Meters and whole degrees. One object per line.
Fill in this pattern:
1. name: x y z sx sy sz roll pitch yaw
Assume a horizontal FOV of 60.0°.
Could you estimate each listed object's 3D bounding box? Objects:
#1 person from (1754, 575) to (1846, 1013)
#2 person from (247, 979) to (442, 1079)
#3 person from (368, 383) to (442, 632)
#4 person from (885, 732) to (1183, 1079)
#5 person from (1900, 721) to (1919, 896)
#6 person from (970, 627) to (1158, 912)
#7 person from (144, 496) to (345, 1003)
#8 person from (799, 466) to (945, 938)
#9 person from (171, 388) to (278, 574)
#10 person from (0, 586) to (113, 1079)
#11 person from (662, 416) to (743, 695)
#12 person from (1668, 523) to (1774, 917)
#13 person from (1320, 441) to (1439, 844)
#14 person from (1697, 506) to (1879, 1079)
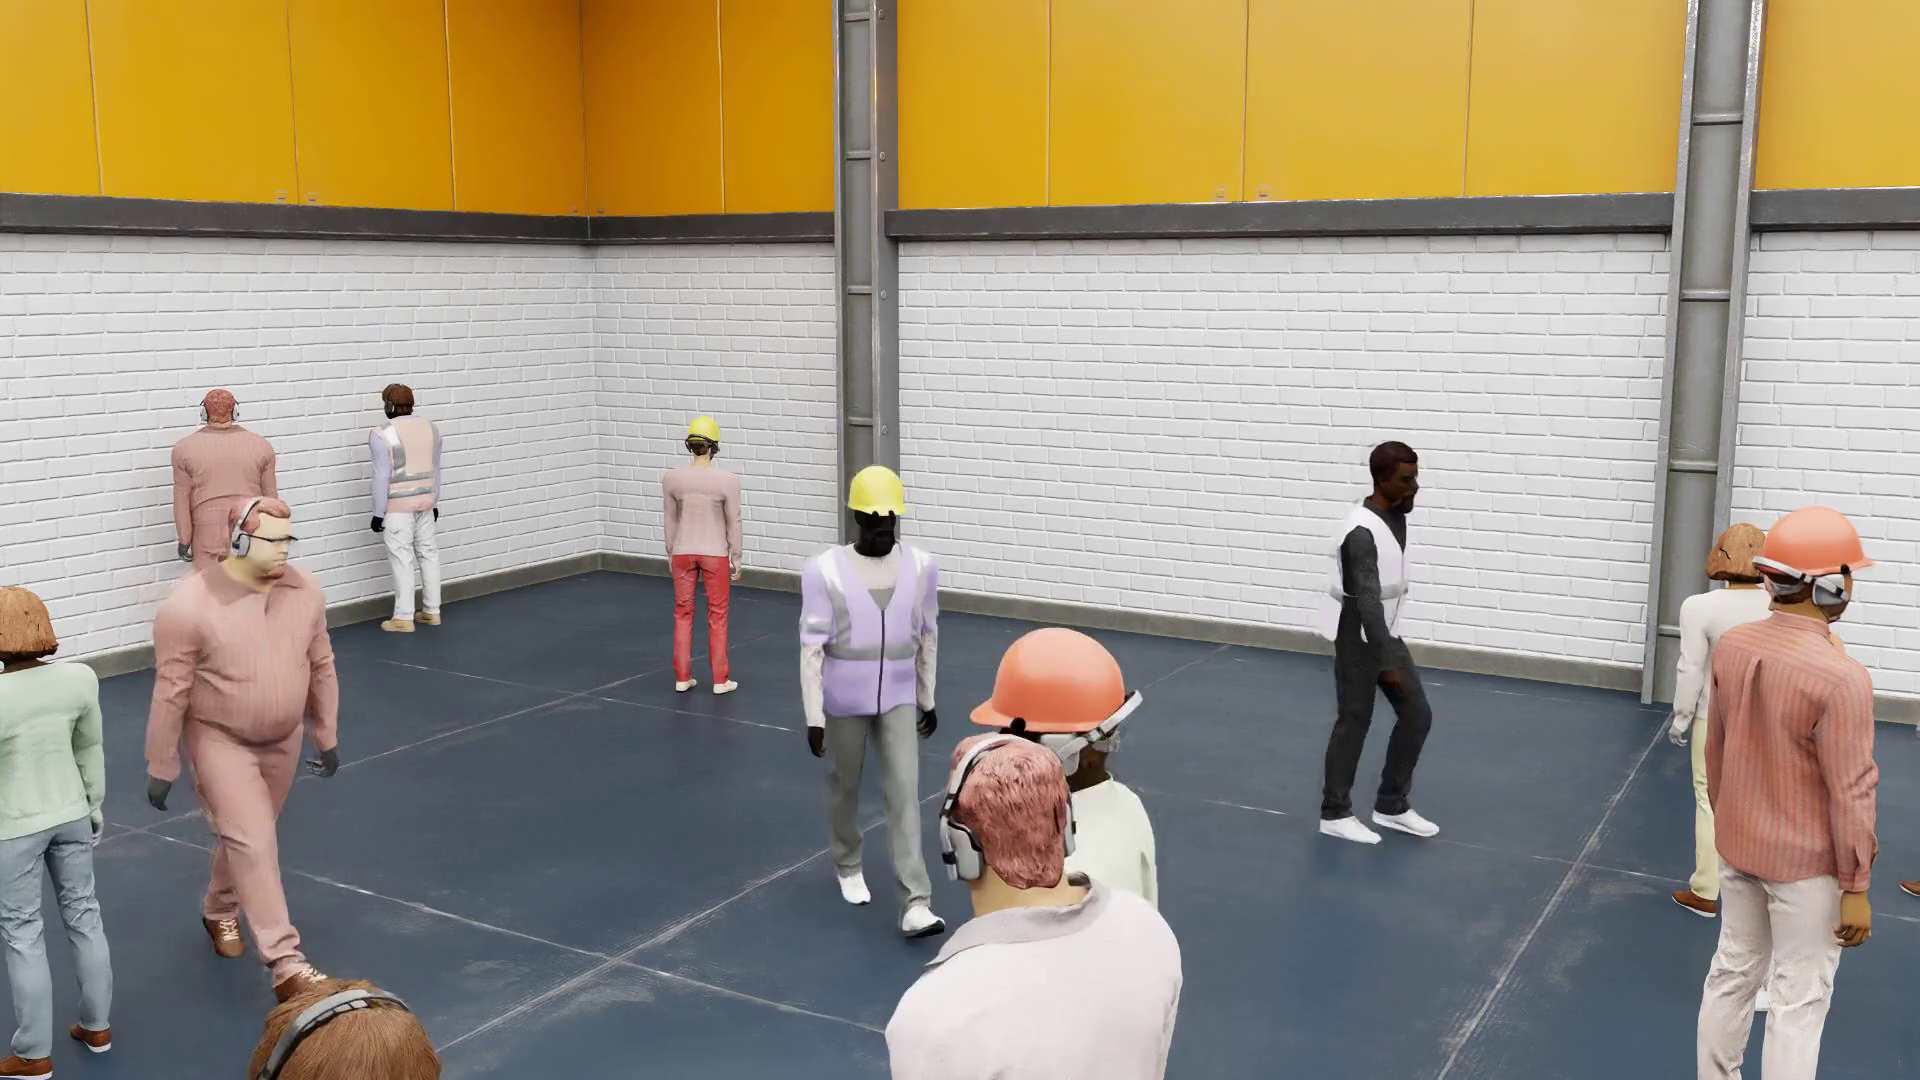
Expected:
1. person: 2.981 0.884 5.953 0.309 1.640 0.511 8 12 39
2. person: -0.831 1.399 2.238 0.665 1.811 0.721 -5 10 -29
3. person: -4.122 -0.240 12.339 0.430 1.844 0.624 5 10 30
4. person: 0.089 1.258 2.807 0.399 1.902 0.642 8 12 41
5. person: 4.243 0.722 7.015 0.494 1.624 0.288 -5 10 -29
6. person: 0.259 1.141 3.331 0.815 1.972 0.633 3 10 18
7. person: -2.655 0.753 6.161 1.015 1.858 0.690 5 11 31
8. person: -0.333 0.644 6.696 0.613 1.872 0.965 -3 10 -19
9. person: -4.827 -0.047 10.967 0.642 1.903 0.402 -6 11 -32
10. person: -3.060 0.960 5.497 0.279 1.633 0.504 5 10 27
11. person: -1.615 0.098 10.495 0.518 1.756 0.345 1 9 9
12. person: 3.177 0.743 6.845 0.501 1.633 0.282 0 9 -1
13. person: 1.959 0.489 7.636 0.654 1.892 0.600 7 11 36
14. person: 2.380 0.894 4.775 0.375 1.997 0.612 -2 9 -13
